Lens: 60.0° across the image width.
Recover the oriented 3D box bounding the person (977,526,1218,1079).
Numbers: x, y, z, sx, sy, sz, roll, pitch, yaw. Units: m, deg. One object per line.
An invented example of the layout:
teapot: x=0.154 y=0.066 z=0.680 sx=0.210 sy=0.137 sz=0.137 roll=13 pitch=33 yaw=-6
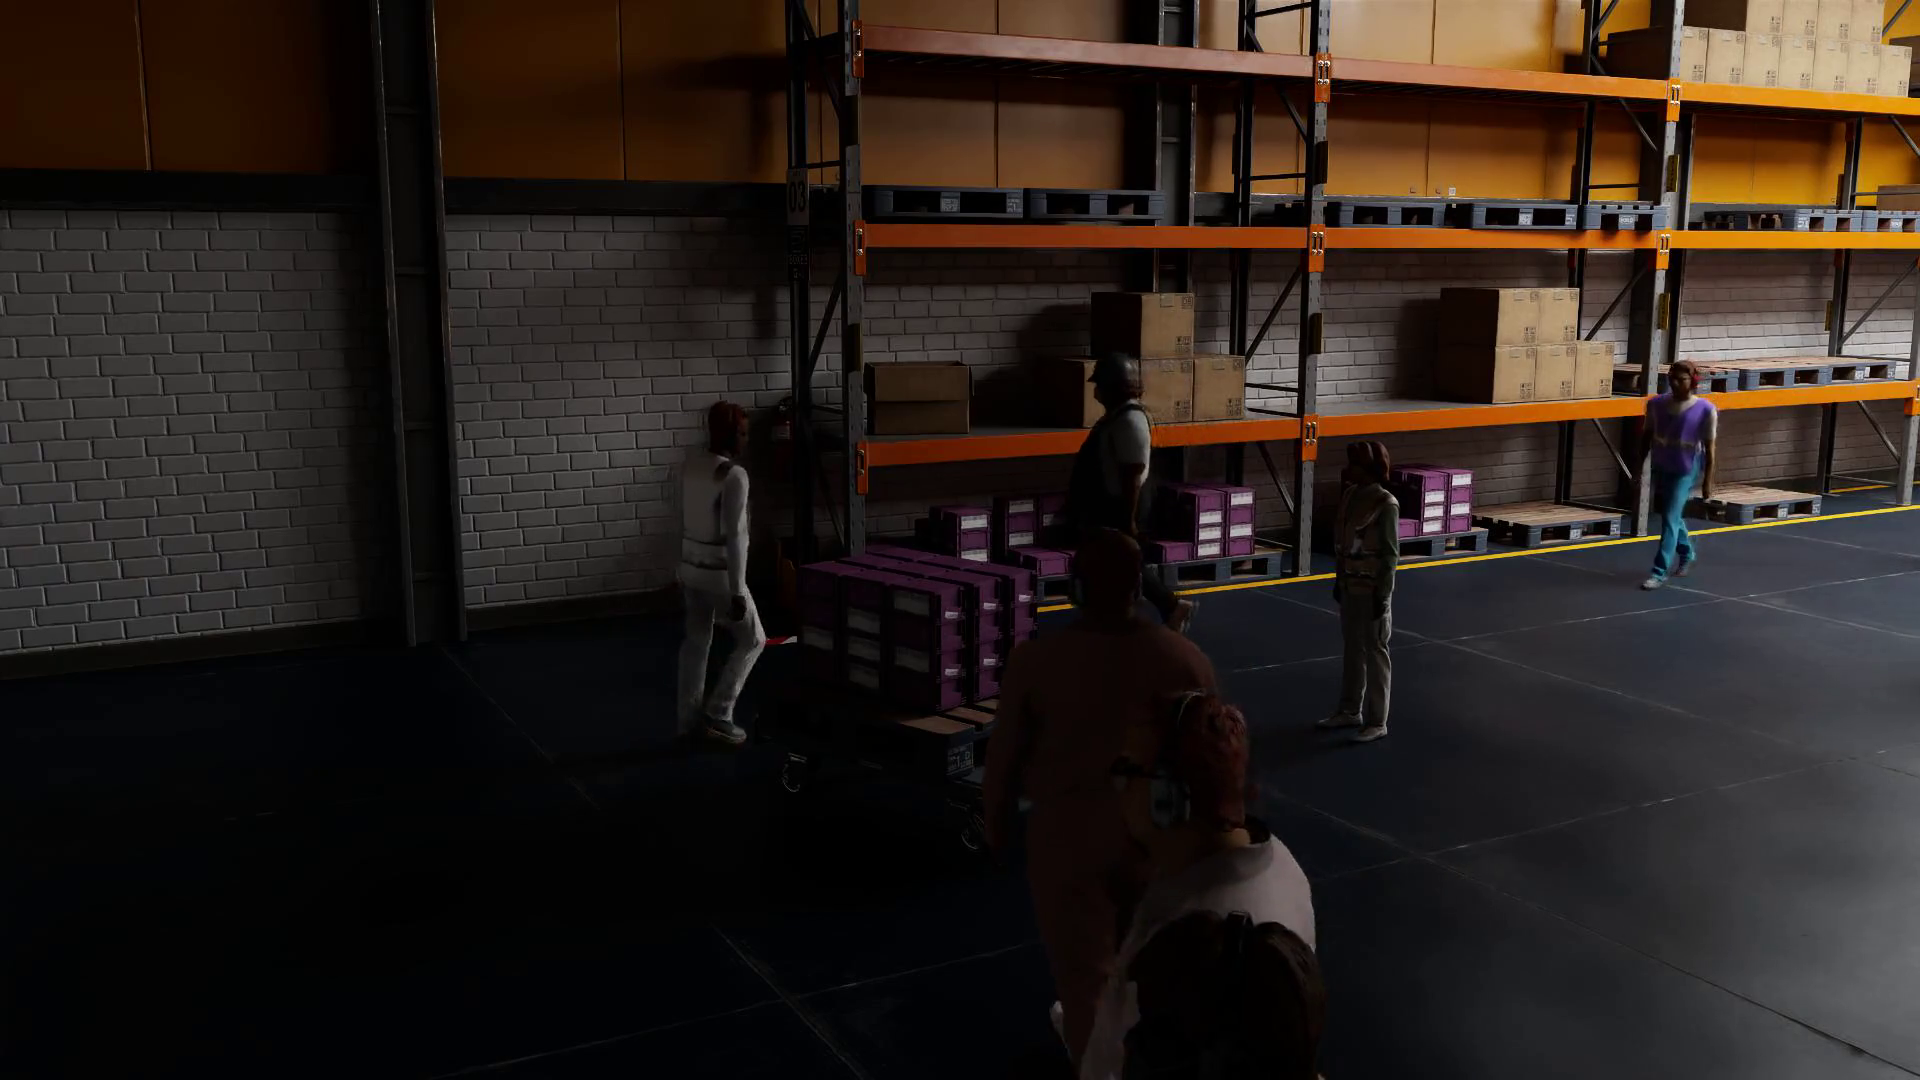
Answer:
person: x=0.396 y=0.877 z=4.941 sx=0.651 sy=1.849 sz=1.035 roll=-3 pitch=10 yaw=-16

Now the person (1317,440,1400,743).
person: x=2.189 y=0.273 z=9.023 sx=0.311 sy=1.642 sz=0.512 roll=-3 pitch=10 yaw=-16

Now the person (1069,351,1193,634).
person: x=1.101 y=-0.250 z=10.883 sx=0.847 sy=2.000 sz=0.687 roll=0 pitch=10 yaw=1

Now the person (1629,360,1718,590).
person: x=5.719 y=-0.539 z=13.242 sx=0.951 sy=1.805 sz=0.573 roll=-7 pitch=12 yaw=-34

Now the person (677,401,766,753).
person: x=-1.295 y=0.201 z=8.773 sx=0.518 sy=1.865 sz=0.716 roll=-9 pitch=13 yaw=-43

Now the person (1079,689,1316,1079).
person: x=0.349 y=1.198 z=2.969 sx=0.506 sy=1.891 sz=0.678 roll=3 pitch=10 yaw=17

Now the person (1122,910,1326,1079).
person: x=0.334 y=1.363 z=2.168 sx=0.429 sy=1.842 sz=0.636 roll=1 pitch=10 yaw=8
